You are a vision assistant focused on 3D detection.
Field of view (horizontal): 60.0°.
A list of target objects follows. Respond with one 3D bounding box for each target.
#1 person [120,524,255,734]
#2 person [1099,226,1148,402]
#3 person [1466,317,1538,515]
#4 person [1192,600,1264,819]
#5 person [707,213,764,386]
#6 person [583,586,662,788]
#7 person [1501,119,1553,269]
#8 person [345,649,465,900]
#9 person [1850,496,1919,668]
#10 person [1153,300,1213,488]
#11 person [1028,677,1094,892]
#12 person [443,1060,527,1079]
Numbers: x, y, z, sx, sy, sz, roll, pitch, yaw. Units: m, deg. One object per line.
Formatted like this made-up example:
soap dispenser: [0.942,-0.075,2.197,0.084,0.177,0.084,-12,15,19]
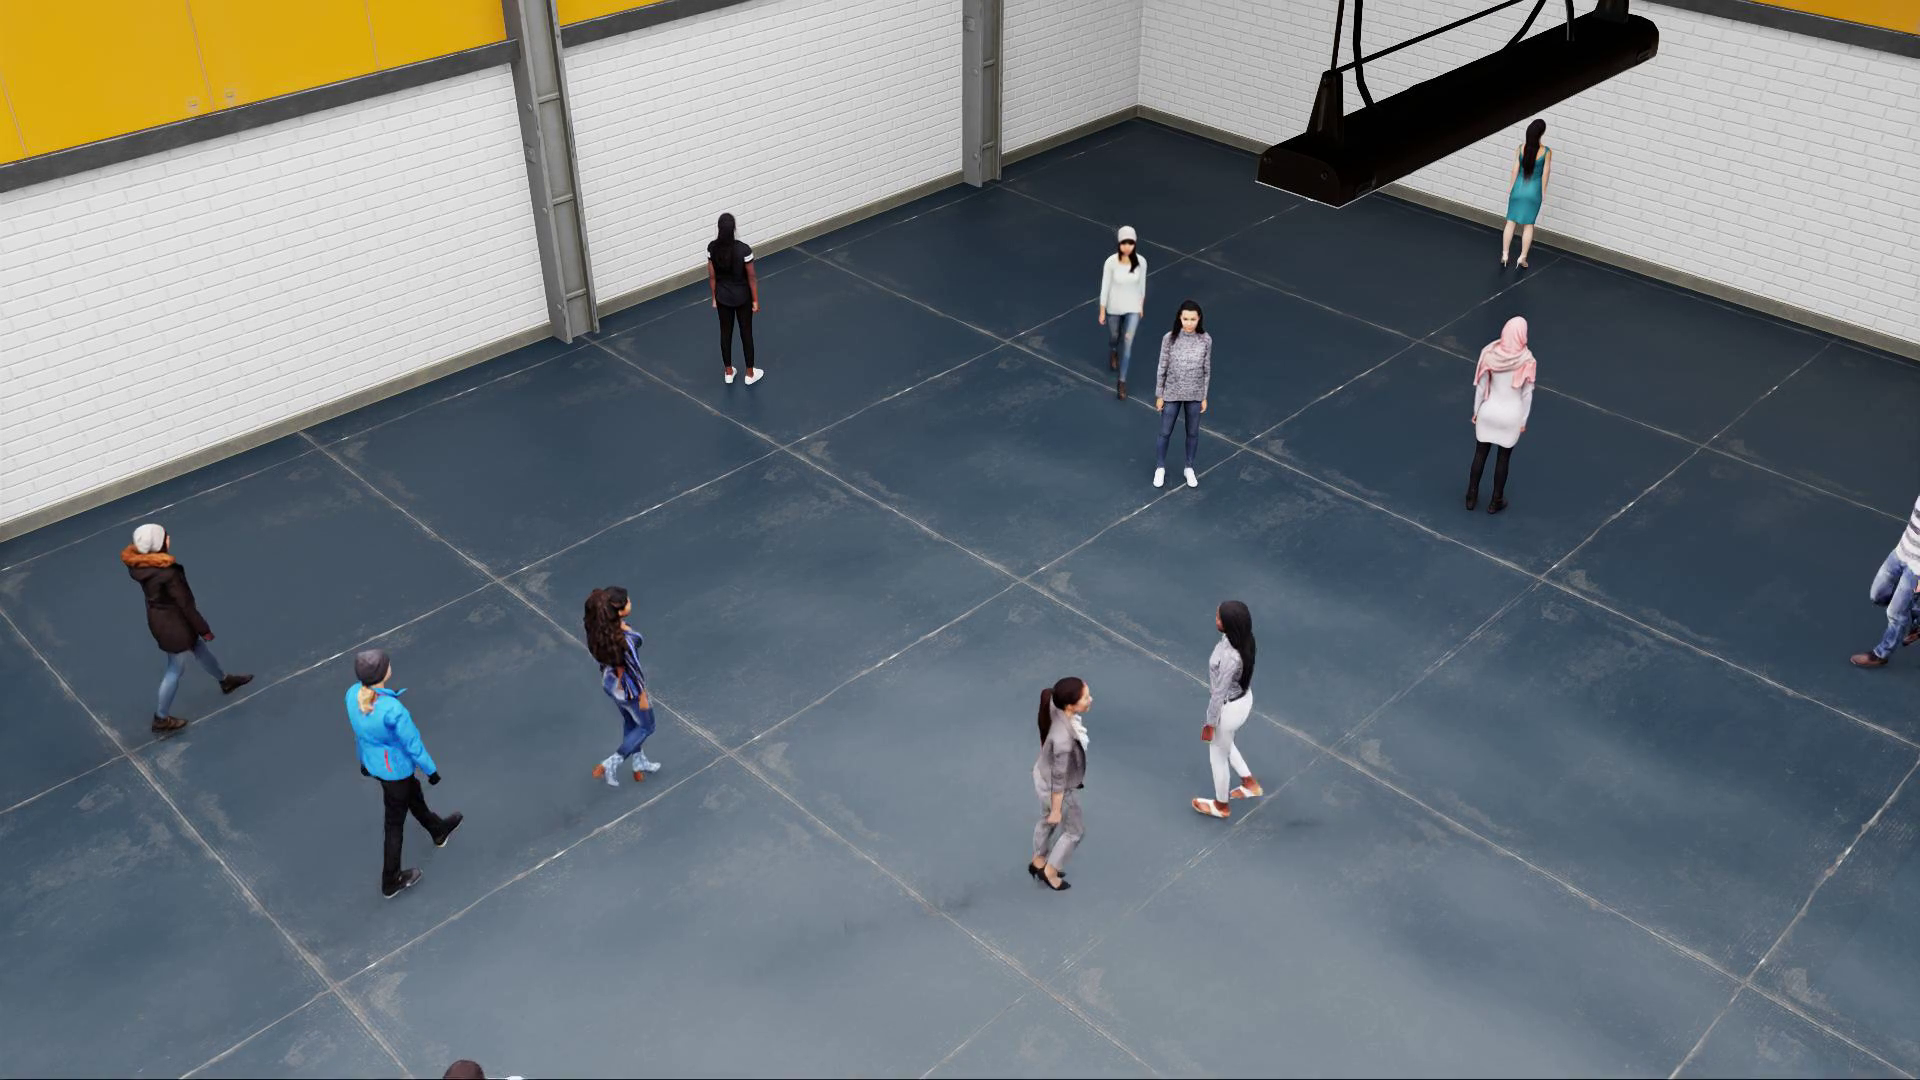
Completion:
person: [-5.531,0.636,11.567,0.657,1.594,1.040,26,42,34]
person: [1.541,-2.225,15.856,1.064,1.611,1.126,0,34,1]
person: [4.516,-1.041,13.900,0.700,1.804,0.694,16,37,23]
person: [1.818,1.126,10.726,0.821,1.709,0.751,11,35,17]
person: [-2.158,-2.308,15.875,0.714,1.728,0.741,6,34,9]
person: [-2.264,1.010,10.991,0.753,1.608,0.648,-25,41,-32]
person: [6.170,-3.774,18.118,0.602,1.686,0.572,17,37,24]
person: [-3.542,1.467,10.160,0.755,1.768,1.037,20,39,27]
person: [7.029,0.161,12.062,0.996,1.837,0.936,0,34,0]
person: [1.919,-1.268,14.306,0.677,1.733,0.736,0,34,0]
person: [0.509,1.510,10.191,0.776,1.661,0.736,-4,34,-7]
person: [-2.118,2.968,7.863,0.742,1.811,0.835,-21,39,-28]
